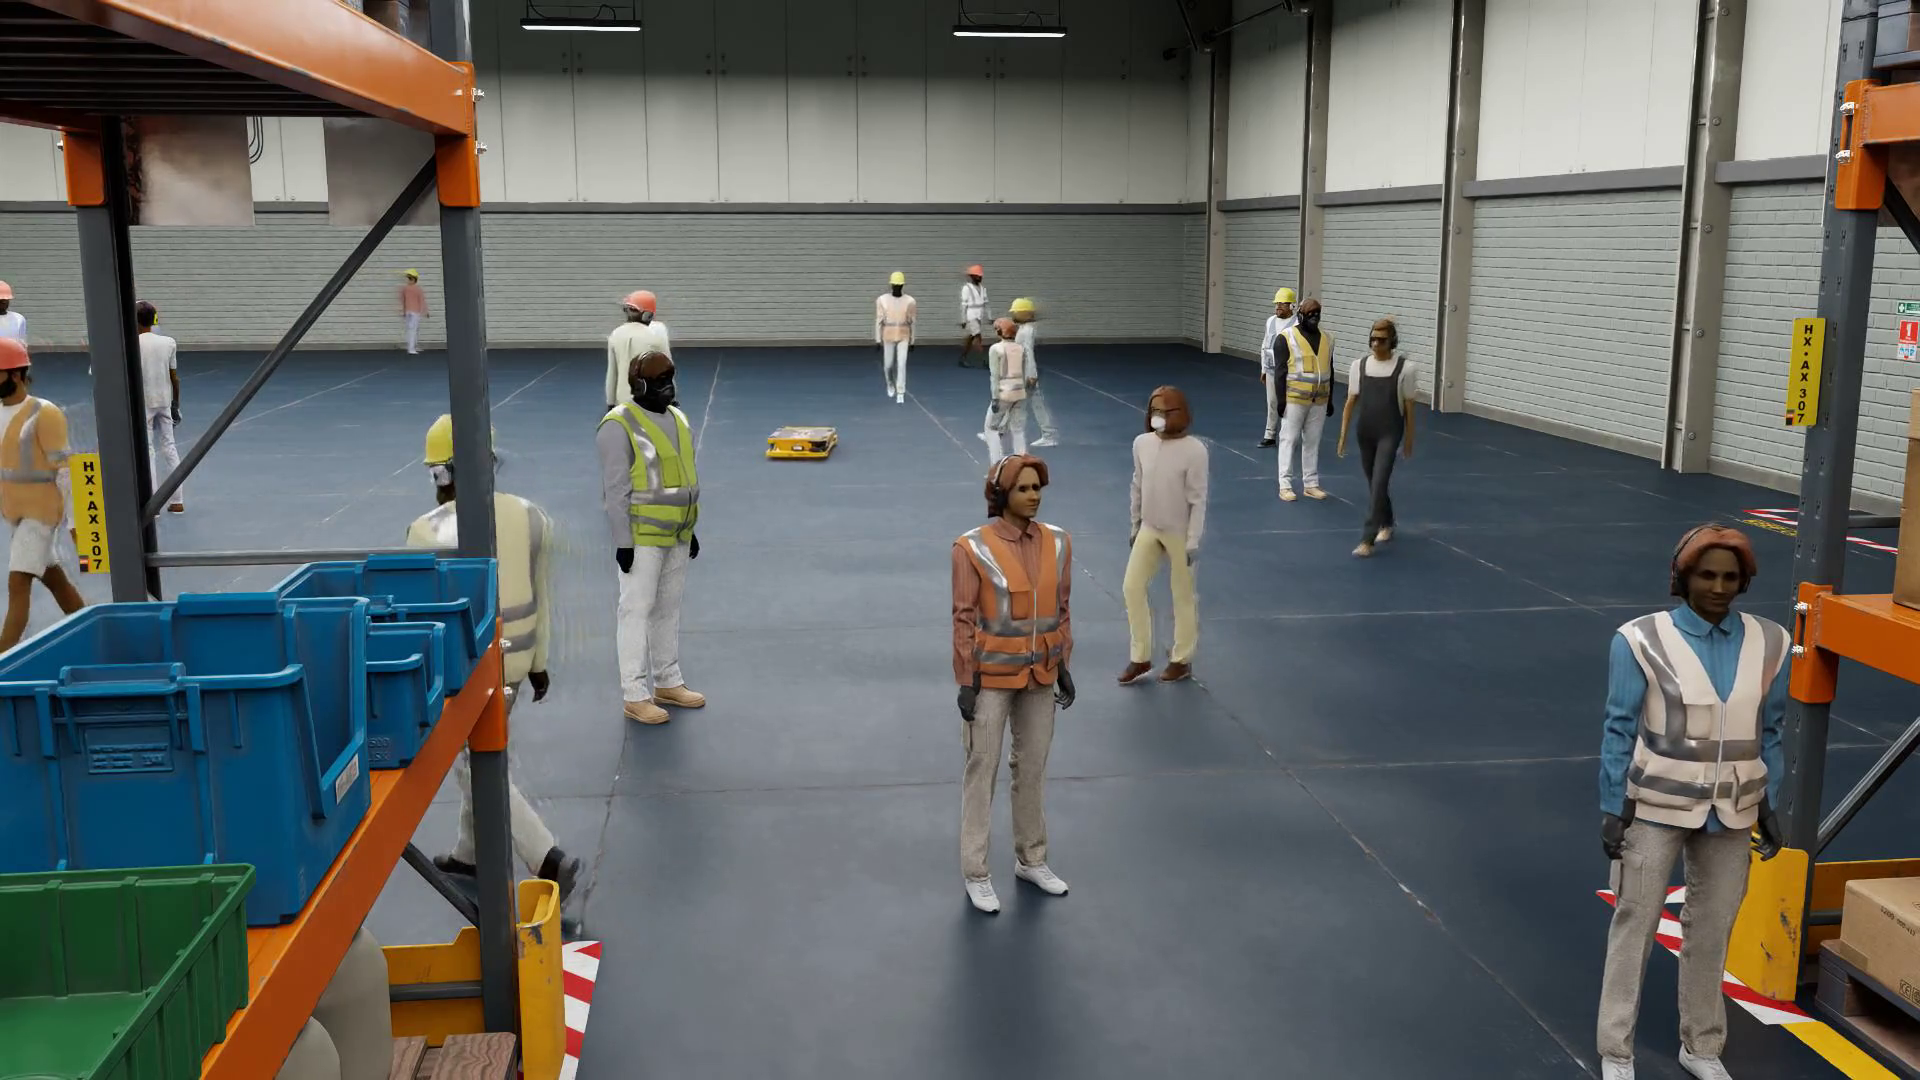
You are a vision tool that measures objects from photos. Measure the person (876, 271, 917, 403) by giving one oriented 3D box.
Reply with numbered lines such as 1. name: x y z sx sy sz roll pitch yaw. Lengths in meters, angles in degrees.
1. person: -0.928 -2.974 24.336 0.597 1.911 0.709 -1 10 -3

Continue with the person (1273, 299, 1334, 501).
1. person: 3.170 -1.281 15.244 0.624 1.844 0.429 -4 11 -22

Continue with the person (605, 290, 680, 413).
1. person: -2.889 -1.258 14.887 0.602 1.941 1.074 5 12 27

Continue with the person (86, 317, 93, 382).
1. person: -10.912 -2.433 21.337 0.485 1.924 0.555 6 12 32

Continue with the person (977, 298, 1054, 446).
1. person: 0.669 -1.908 19.048 0.913 1.691 0.505 0 10 -2

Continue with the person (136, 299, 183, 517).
1. person: -6.966 -1.128 14.321 0.328 1.875 0.513 8 13 36

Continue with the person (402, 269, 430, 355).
1. person: -11.158 -4.693 34.242 0.530 1.741 0.768 6 12 30

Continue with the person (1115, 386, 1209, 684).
1. person: 1.055 -0.011 8.872 0.531 1.610 0.585 9 14 42

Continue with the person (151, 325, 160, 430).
1. person: -10.085 -2.118 20.461 0.502 1.617 0.373 -9 13 -39

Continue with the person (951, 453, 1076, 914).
1. person: 0.190 0.503 6.004 0.516 1.644 0.308 -7 12 -33

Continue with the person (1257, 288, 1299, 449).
1. person: 3.656 -1.936 18.854 0.588 1.834 0.403 9 14 41

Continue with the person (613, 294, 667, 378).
1. person: -3.043 -1.474 16.302 0.745 1.856 0.358 4 11 19

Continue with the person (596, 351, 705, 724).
1. person: -1.519 -0.024 8.348 0.429 1.845 0.621 5 12 26

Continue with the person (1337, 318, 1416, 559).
1. person: 3.224 -0.804 12.784 0.528 1.803 0.995 7 13 34

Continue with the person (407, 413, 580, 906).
1. person: -1.670 0.447 5.937 0.824 1.793 0.598 6 12 32

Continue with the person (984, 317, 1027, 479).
1. person: 0.466 -1.380 16.397 0.529 1.607 0.531 -10 14 -42

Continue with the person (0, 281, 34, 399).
1. person: -10.330 -1.834 18.018 0.377 1.932 0.552 7 12 33

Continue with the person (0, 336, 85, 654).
1. person: -5.042 -0.144 8.906 0.567 1.878 0.995 5 12 26

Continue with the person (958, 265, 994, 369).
1. person: 0.298 -4.060 30.376 1.019 1.885 0.561 8 13 38

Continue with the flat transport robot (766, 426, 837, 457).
1. flat transport robot: -1.756 -1.101 18.564 0.652 0.197 1.431 0 10 1

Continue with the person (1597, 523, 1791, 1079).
1. person: 2.016 0.762 4.603 0.523 1.637 0.306 -1 10 -4
